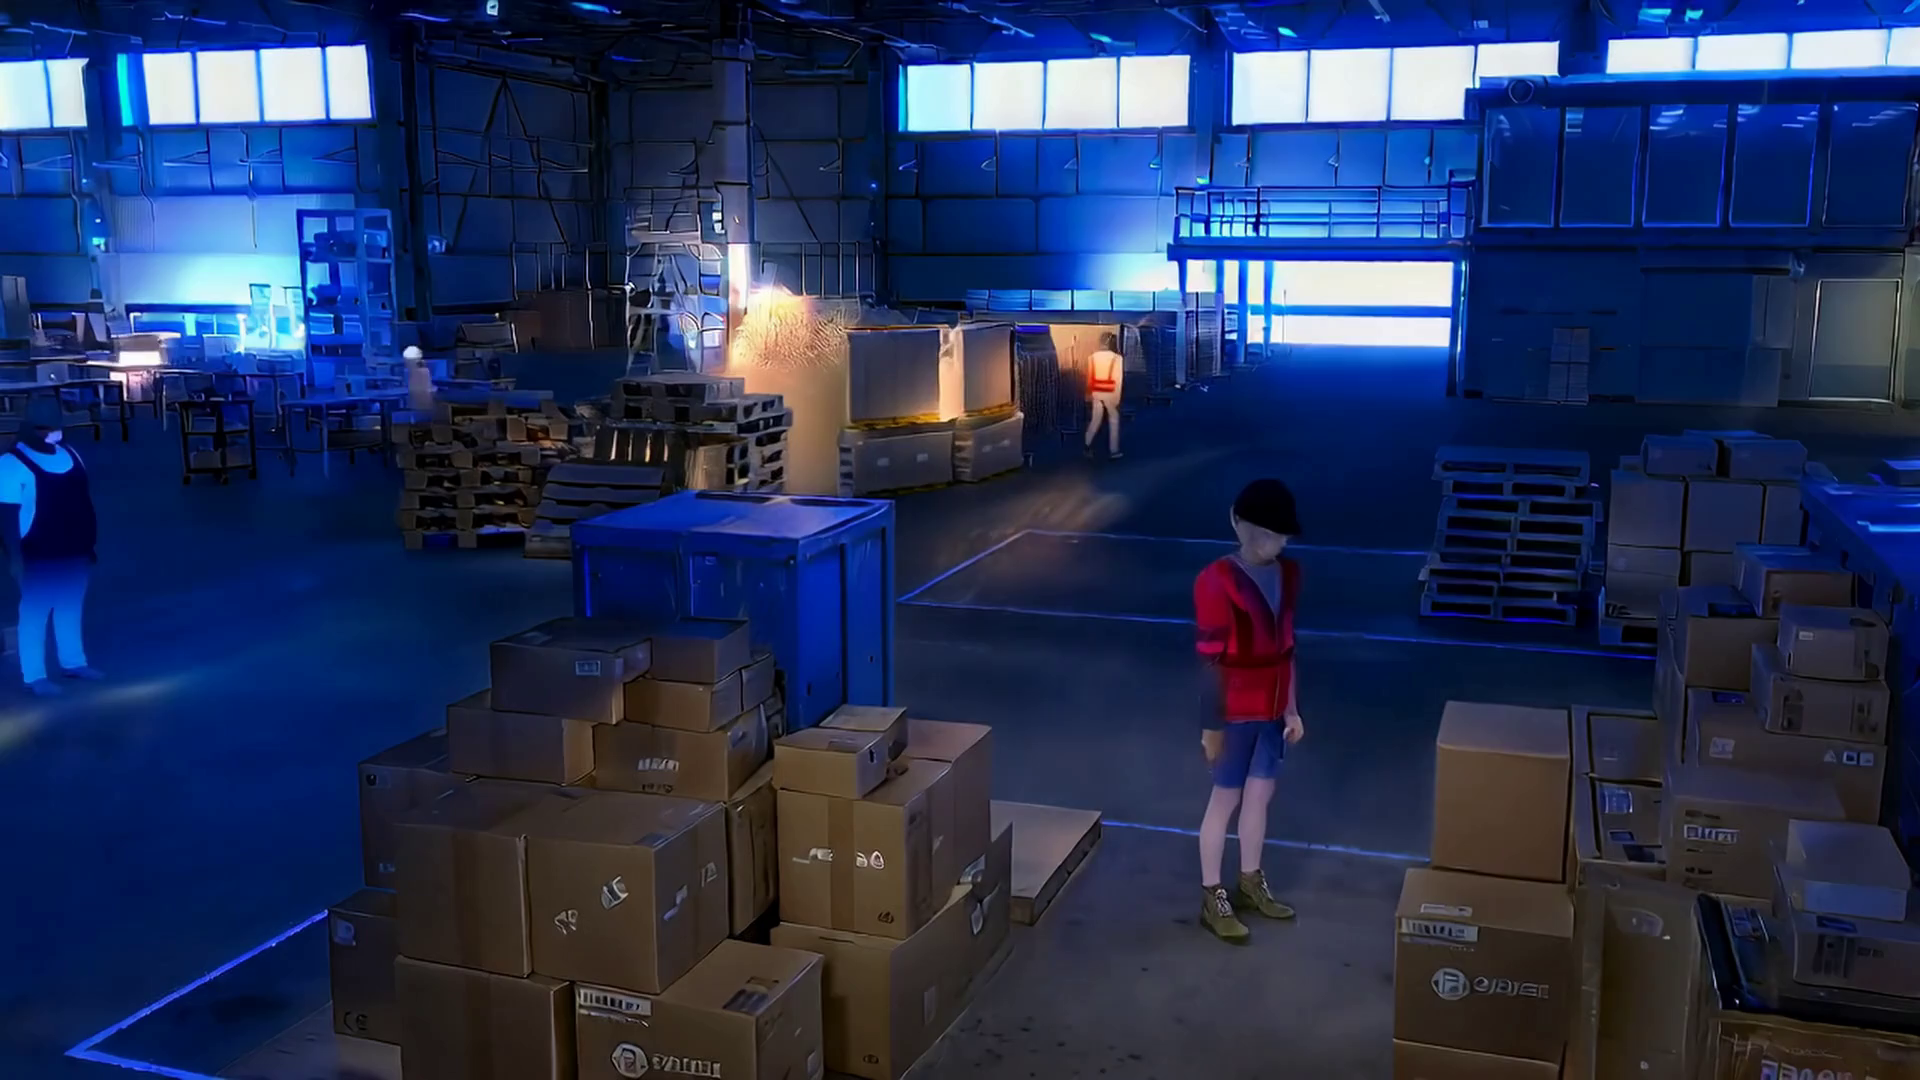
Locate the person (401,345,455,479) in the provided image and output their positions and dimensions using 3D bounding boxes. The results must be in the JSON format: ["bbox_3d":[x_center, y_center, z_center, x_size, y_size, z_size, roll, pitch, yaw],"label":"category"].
[{"bbox_3d":[-6.948,-1.670,21.664,0.659,1.746,0.530,-7,12,-34],"label":"person"}]

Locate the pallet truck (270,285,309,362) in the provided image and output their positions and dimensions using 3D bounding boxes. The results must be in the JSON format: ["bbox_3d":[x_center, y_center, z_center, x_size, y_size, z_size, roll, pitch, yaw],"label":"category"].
[{"bbox_3d":[-17.147,-5.700,43.663,0.823,1.965,1.885,3,11,17],"label":"pallet truck"}]

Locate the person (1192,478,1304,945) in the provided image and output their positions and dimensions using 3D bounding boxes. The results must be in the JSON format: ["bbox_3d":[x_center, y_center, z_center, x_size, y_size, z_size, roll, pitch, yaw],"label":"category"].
[{"bbox_3d":[1.293,0.736,7.303,0.606,2.039,0.381,-8,13,-38],"label":"person"}]

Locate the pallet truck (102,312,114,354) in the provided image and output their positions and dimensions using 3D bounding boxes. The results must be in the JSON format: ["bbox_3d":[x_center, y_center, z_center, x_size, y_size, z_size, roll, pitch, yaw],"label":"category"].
[{"bbox_3d":[-23.057,-5.777,46.261,0.680,1.201,1.601,3,11,19],"label":"pallet truck"}]

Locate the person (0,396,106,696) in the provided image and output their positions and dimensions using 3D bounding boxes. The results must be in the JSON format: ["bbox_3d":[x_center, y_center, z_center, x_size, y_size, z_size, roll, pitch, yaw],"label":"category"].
[{"bbox_3d":[-6.136,0.027,11.289,0.535,2.000,0.684,3,11,17],"label":"person"}]

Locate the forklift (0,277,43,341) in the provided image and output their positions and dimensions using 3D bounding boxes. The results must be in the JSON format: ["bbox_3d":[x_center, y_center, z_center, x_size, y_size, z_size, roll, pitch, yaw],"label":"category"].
[{"bbox_3d":[-27.151,-6.329,46.328,1.157,1.987,2.680,3,11,17],"label":"forklift"}]

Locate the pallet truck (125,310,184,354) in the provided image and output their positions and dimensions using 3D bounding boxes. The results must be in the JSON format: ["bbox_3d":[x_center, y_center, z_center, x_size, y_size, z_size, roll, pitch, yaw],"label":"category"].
[{"bbox_3d":[-22.038,-5.665,45.457,0.704,1.261,1.522,3,11,17],"label":"pallet truck"}]

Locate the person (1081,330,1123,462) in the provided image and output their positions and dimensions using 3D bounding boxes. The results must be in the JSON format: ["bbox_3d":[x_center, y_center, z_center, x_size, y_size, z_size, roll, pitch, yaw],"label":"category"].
[{"bbox_3d":[2.008,-2.022,23.368,0.582,1.853,0.899,7,12,34],"label":"person"}]

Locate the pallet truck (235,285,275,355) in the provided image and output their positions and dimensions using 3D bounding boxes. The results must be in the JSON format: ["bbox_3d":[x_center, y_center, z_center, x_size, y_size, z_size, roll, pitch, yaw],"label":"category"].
[{"bbox_3d":[-18.327,-5.835,44.421,0.823,1.965,1.885,4,11,23],"label":"pallet truck"}]

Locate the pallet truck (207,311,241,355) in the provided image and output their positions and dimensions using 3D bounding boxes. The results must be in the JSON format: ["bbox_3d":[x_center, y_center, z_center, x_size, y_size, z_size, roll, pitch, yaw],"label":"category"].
[{"bbox_3d":[-19.537,-5.575,44.913,0.653,1.274,1.630,3,11,19],"label":"pallet truck"}]
